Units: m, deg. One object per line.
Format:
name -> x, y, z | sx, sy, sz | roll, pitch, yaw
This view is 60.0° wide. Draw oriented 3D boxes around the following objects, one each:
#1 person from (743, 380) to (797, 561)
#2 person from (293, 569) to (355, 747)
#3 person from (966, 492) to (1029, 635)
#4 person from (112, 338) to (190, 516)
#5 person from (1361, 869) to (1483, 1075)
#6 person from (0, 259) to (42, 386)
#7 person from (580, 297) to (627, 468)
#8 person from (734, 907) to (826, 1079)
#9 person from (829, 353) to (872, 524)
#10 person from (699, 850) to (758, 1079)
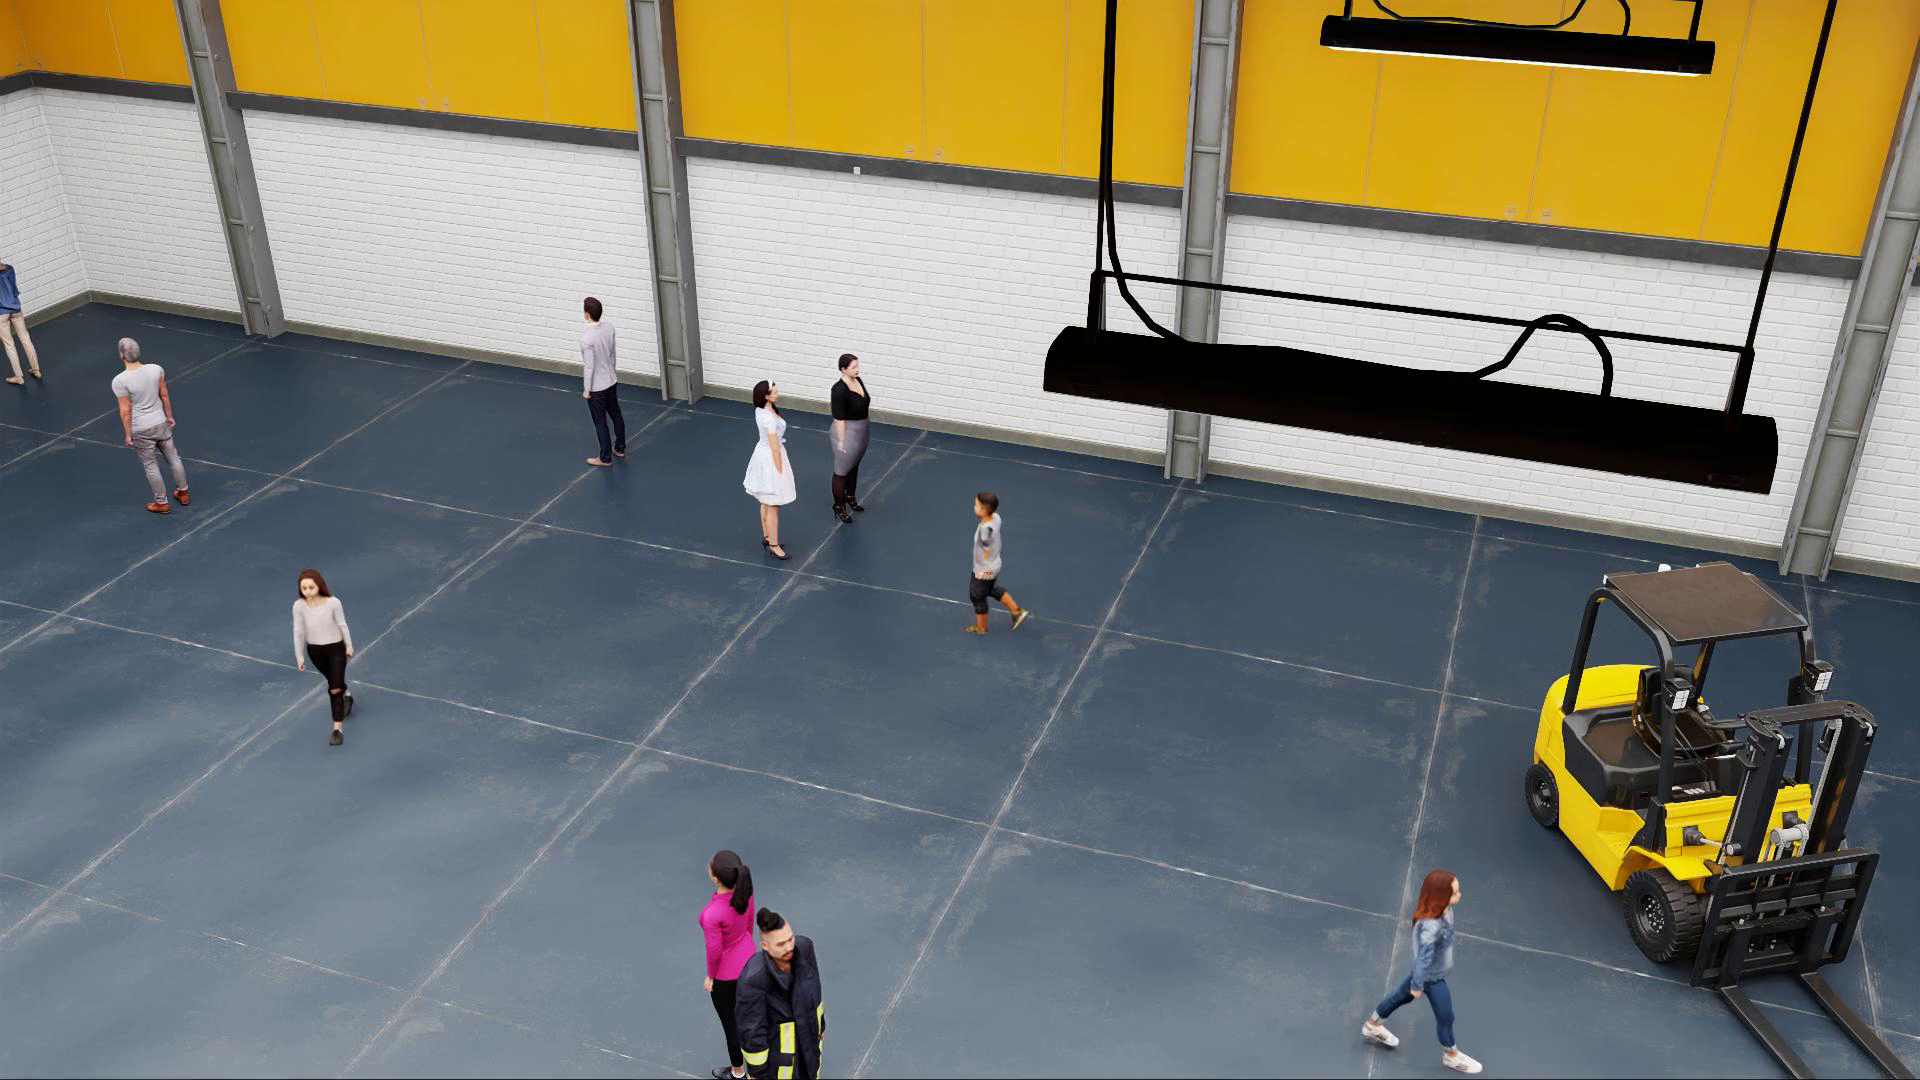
person -> -1.791, -0.673, 15.741 | 0.912, 1.818, 0.857 | -10, 30, -17
person -> -5.070, 0.858, 13.330 | 1.004, 1.440, 0.930 | -5, 29, -8
person -> 0.297, 0.176, 14.574 | 0.819, 1.446, 0.601 | 8, 30, 14
person -> -8.087, -1.142, 16.590 | 0.630, 1.828, 0.737 | 17, 33, 28
person -> 2.787, 2.594, 10.144 | 0.958, 1.443, 0.589 | 11, 31, 20
person -> -11.200, -2.668, 19.525 | 0.598, 1.697, 0.643 | 14, 32, 24
person -> -3.789, -1.682, 17.555 | 0.591, 1.853, 0.690 | 13, 31, 22
person -> -0.989, 2.799, 9.332 | 0.822, 1.860, 0.843 | 22, 35, 34
person -> -1.106, -1.034, 16.467 | 0.616, 1.758, 0.671 | 11, 31, 20
person -> -1.348, 2.548, 9.961 | 0.622, 1.699, 0.622 | 16, 32, 27
